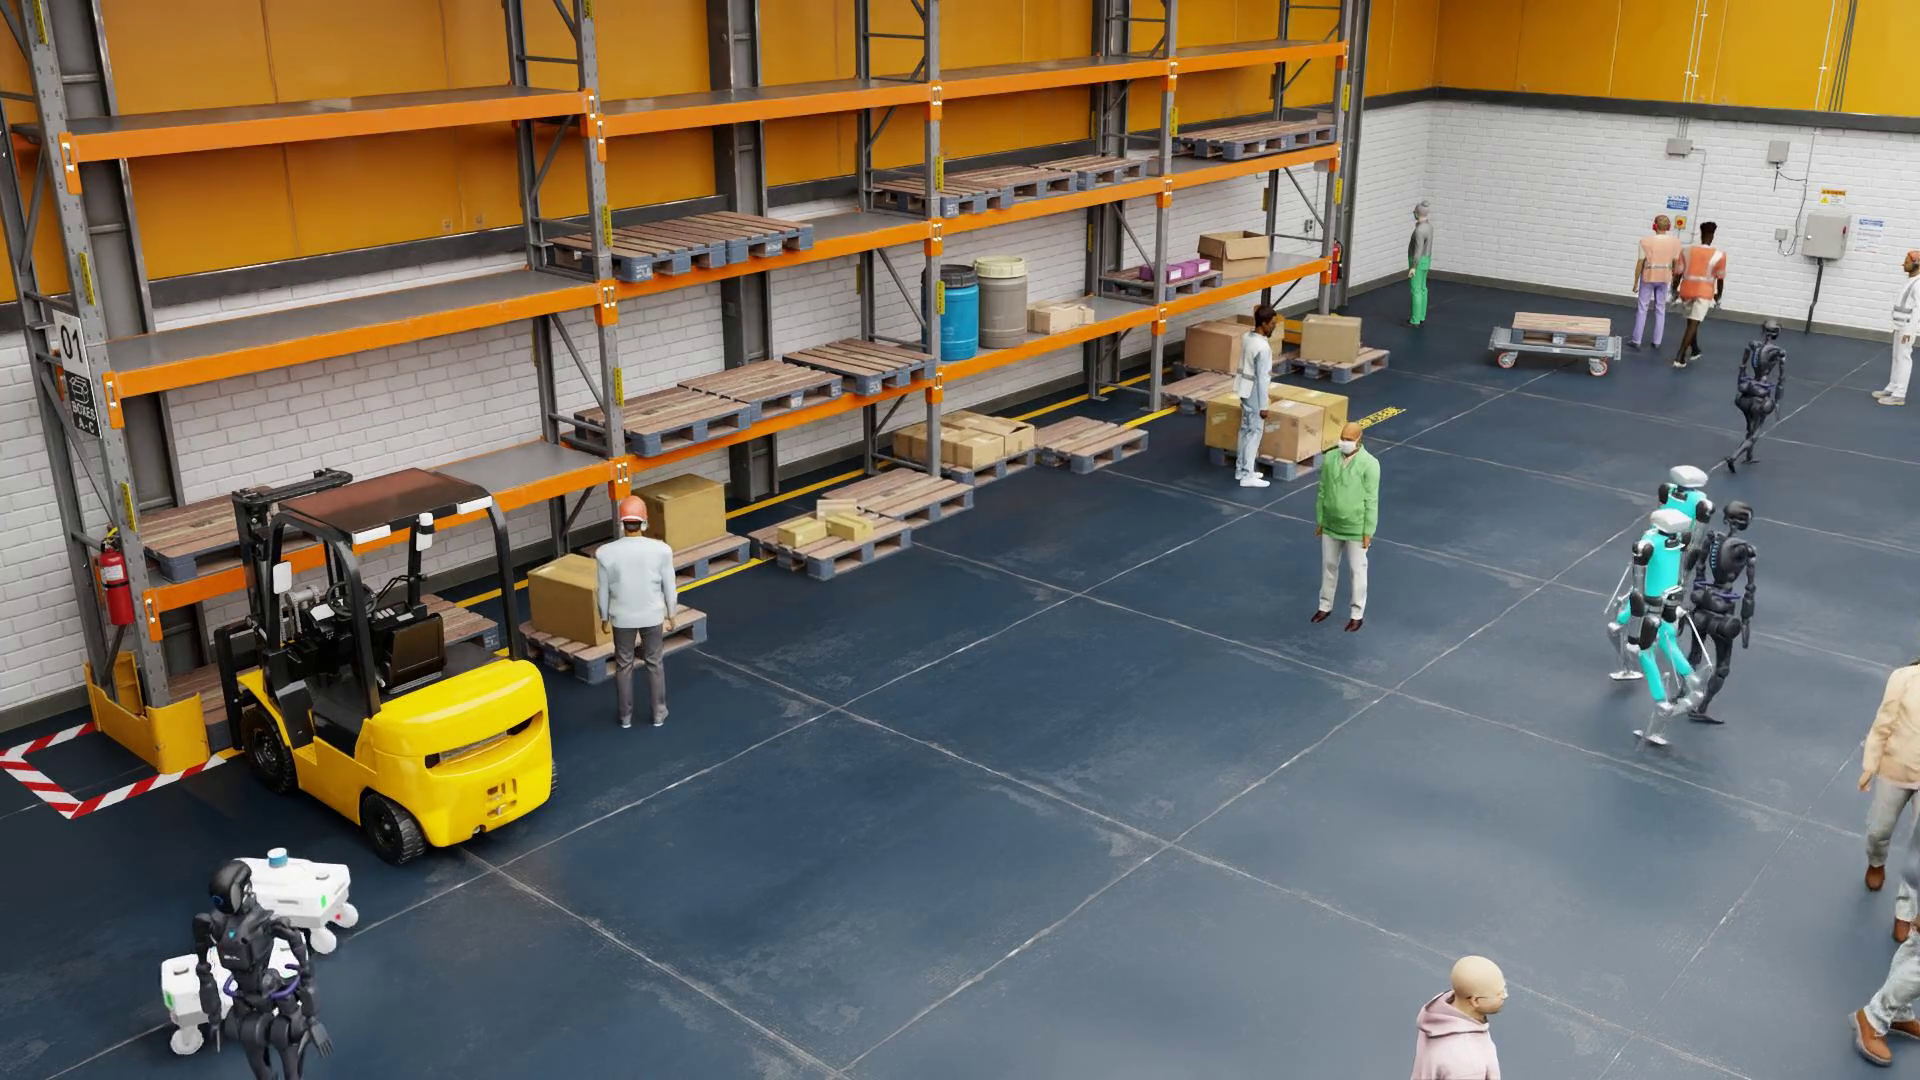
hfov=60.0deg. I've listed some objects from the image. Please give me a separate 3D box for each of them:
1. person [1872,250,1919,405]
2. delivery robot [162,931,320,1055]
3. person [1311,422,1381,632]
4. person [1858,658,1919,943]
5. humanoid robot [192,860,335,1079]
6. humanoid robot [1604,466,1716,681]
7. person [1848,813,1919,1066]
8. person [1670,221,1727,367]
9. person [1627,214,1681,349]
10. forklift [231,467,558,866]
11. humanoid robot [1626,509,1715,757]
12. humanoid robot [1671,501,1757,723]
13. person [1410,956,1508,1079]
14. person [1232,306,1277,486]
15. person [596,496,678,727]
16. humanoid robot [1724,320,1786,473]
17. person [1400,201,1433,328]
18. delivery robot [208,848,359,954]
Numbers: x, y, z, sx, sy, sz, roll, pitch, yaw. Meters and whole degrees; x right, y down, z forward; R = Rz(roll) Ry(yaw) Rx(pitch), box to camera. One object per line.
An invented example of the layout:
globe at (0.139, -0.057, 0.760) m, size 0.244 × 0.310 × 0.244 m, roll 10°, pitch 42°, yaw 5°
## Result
person at (11.484, -2.581, 20.218) m, size 0.356 × 1.881 × 0.573 m, roll 6°, pitch 21°, yaw 17°
delivery robot at (-3.803, 2.334, 8.779) m, size 0.750 × 0.570 × 0.499 m, roll -9°, pitch 22°, yaw -23°
person at (3.185, -0.122, 13.713) m, size 0.539 × 1.776 × 0.388 m, roll 16°, pitch 25°, yaw 36°
person at (5.534, 1.347, 9.615) m, size 0.582 × 1.857 × 0.753 m, roll 11°, pitch 23°, yaw 27°
humanoid robot at (-3.166, 2.159, 7.686) m, size 0.600 × 1.638 × 0.436 m, roll 2°, pitch 20°, yaw 5°
humanoid robot at (5.141, 0.333, 12.576) m, size 0.835 × 1.791 × 0.538 m, roll -6°, pitch 21°, yaw -15°
person at (4.946, 1.746, 8.436) m, size 0.468 × 1.919 × 0.664 m, roll 15°, pitch 25°, yaw 35°
person at (9.769, -3.262, 22.036) m, size 0.600 × 1.902 × 1.010 m, roll 17°, pitch 26°, yaw 39°
person at (9.566, -3.544, 22.892) m, size 0.563 × 1.836 × 0.380 m, roll 1°, pitch 20°, yaw 3°
forklift at (-3.730, 0.710, 10.856) m, size 2.313 × 2.155 × 1.214 m, roll 17°, pitch 26°, yaw 38°
humanoid robot at (4.969, 0.721, 11.565) m, size 0.545 × 1.856 × 0.670 m, roll -13°, pitch 24°, yaw -31°
humanoid robot at (5.531, 0.516, 12.136) m, size 0.358 × 1.646 × 0.587 m, roll -7°, pitch 21°, yaw -18°
person at (1.963, 2.451, 6.721) m, size 0.399 × 1.781 × 0.537 m, roll 1°, pitch 20°, yaw 3°
person at (3.048, -1.486, 17.217) m, size 0.414 × 1.906 × 0.601 m, roll -3°, pitch 20°, yaw -8°
person at (-2.324, 0.523, 12.012) m, size 0.572 × 1.739 × 0.351 m, roll -4°, pitch 21°, yaw -10°
humanoid robot at (8.464, -1.547, 17.764) m, size 0.739 × 1.632 × 0.592 m, roll -10°, pitch 22°, yaw -25°
person at (6.657, -4.010, 24.145) m, size 0.325 × 1.842 × 0.524 m, roll 13°, pitch 24°, yaw 31°
delivery robot at (-3.898, 2.050, 9.564) m, size 0.773 × 0.582 × 0.499 m, roll 2°, pitch 20°, yaw 7°
